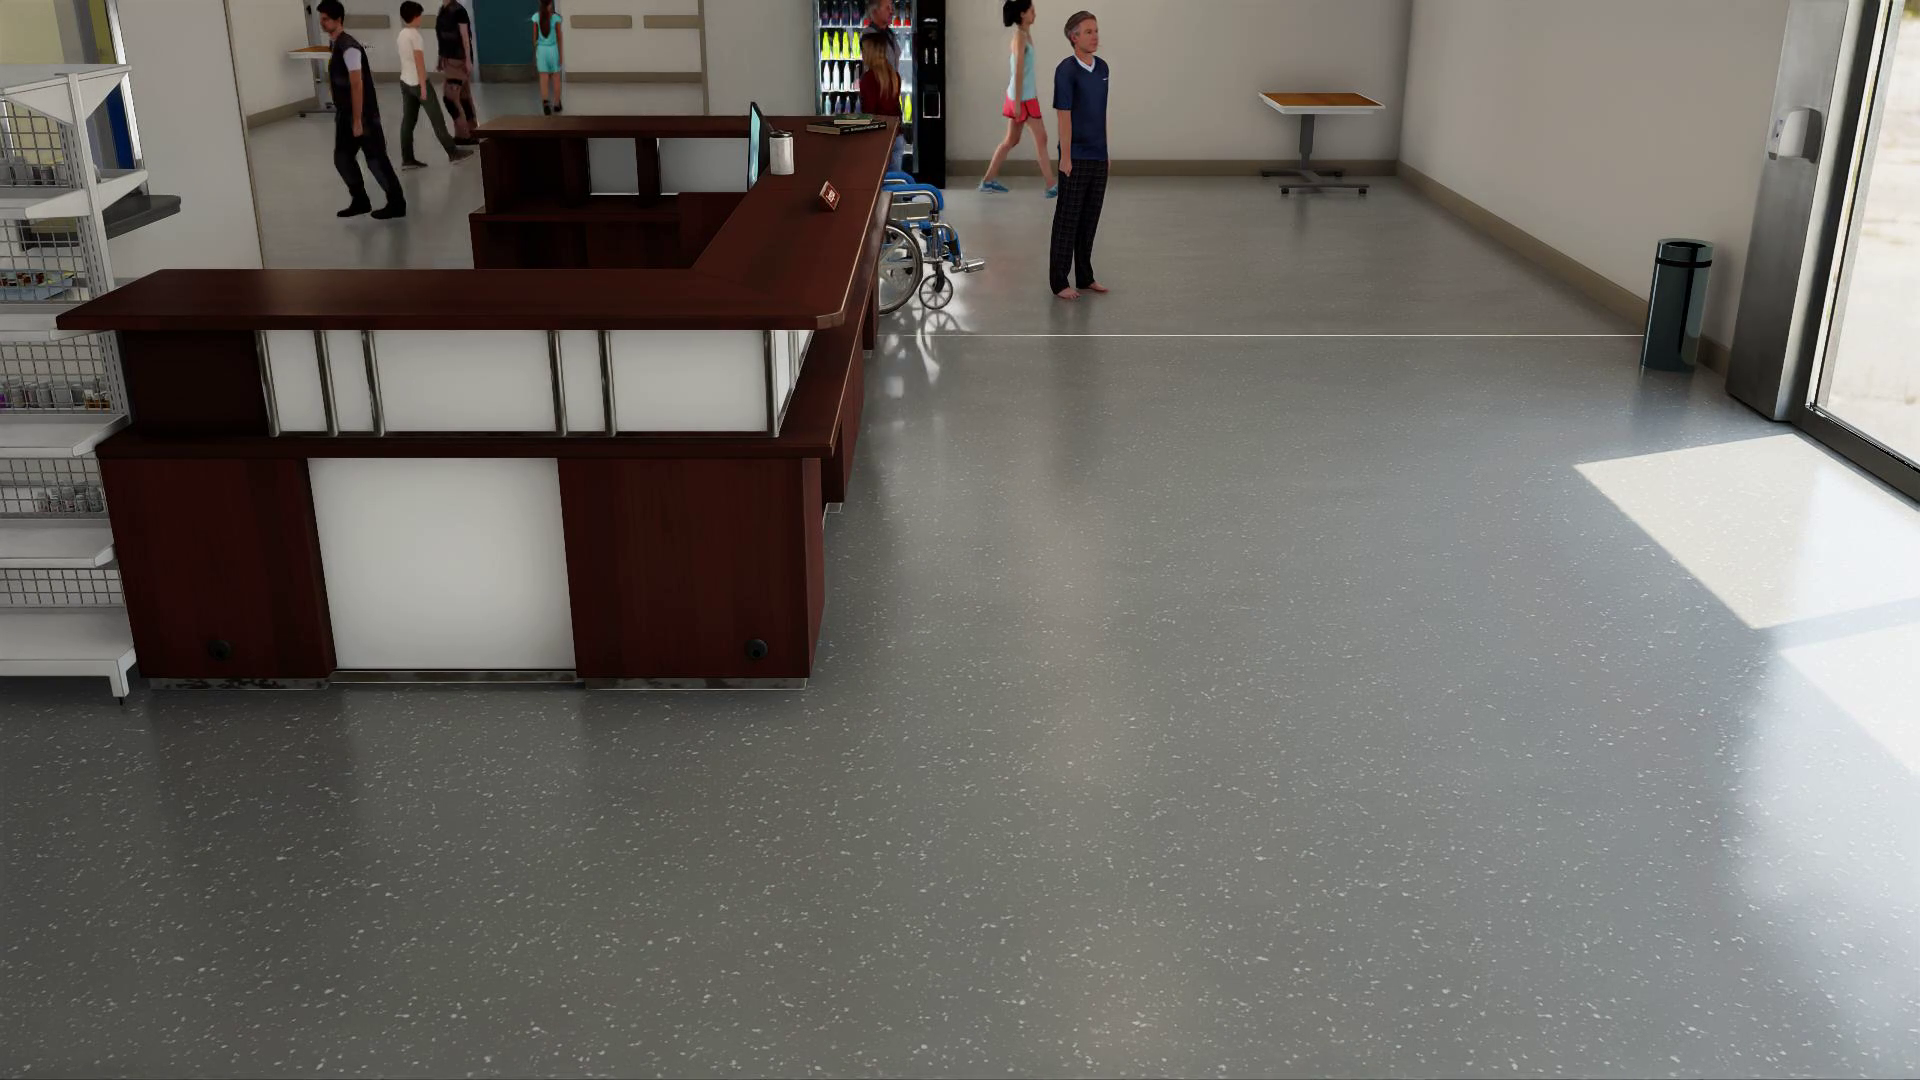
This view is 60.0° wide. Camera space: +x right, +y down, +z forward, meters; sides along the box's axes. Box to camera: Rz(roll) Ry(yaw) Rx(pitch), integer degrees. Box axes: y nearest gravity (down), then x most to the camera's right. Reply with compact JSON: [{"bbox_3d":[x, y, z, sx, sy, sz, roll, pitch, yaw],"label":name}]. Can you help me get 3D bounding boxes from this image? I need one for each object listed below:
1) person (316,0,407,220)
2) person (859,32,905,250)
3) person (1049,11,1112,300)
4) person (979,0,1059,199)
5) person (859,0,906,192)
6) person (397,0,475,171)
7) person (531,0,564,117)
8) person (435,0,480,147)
[{"bbox_3d":[-4.956,-3.577,13.914,0.983,1.802,0.918,-14,25,-33],"label":"person"},{"bbox_3d":[-0.543,-3.032,12.743,0.891,1.613,0.830,19,28,41],"label":"person"},{"bbox_3d":[0.813,-2.590,11.209,0.783,1.872,0.726,19,28,41],"label":"person"},{"bbox_3d":[0.487,-3.921,14.931,1.100,1.724,0.619,1,21,2],"label":"person"},{"bbox_3d":[-0.788,-3.873,14.673,0.930,1.818,0.856,9,23,23],"label":"person"},{"bbox_3d":[-5.522,-4.526,16.662,1.002,1.630,1.064,19,28,40],"label":"person"},{"bbox_3d":[-5.250,-6.168,21.134,0.987,1.533,0.690,-2,21,-6],"label":"person"},{"bbox_3d":[-5.484,-5.300,18.423,0.890,1.830,0.842,-16,26,-37],"label":"person"}]
